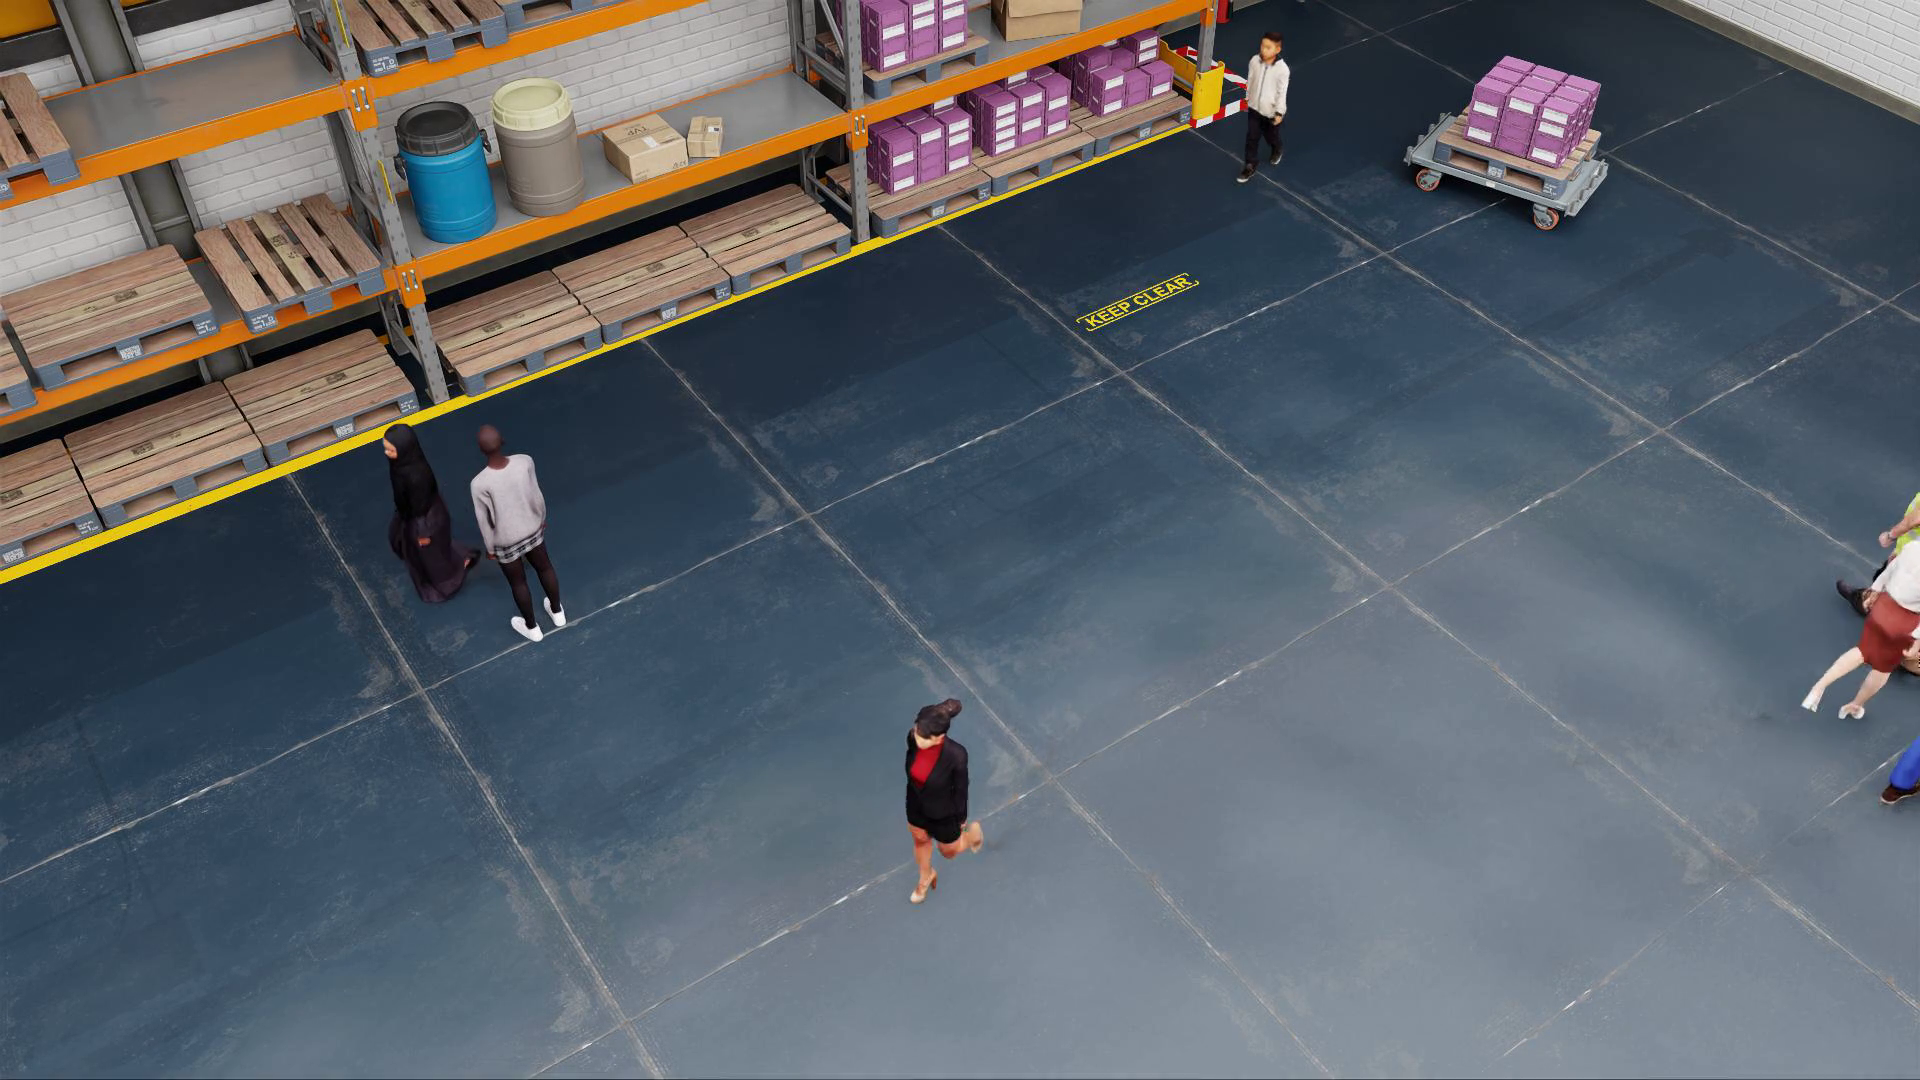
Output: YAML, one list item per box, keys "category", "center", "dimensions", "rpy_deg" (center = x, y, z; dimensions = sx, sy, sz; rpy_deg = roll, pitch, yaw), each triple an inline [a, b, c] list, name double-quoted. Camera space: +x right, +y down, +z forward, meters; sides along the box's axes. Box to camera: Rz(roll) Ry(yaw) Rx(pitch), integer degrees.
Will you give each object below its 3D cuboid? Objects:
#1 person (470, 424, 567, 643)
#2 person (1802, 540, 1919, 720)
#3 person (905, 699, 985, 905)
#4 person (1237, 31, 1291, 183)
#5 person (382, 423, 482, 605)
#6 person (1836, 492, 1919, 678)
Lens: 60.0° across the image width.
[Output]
- category: "person"
  center: [-2.909, -0.049, 10.908]
  dimensions: [0.499, 1.771, 0.704]
  rpy_deg: [-33, 53, -30]
- category: "person"
  center: [5.721, 0.547, 10.312]
  dimensions: [0.894, 1.730, 0.763]
  rpy_deg: [-8, 44, -8]
- category: "person"
  center: [-0.098, 1.470, 9.415]
  dimensions: [0.706, 1.631, 0.868]
  rpy_deg: [27, 50, 26]
- category: "person"
  center: [2.846, -4.012, 15.304]
  dimensions: [0.750, 1.444, 0.903]
  rpy_deg: [26, 49, 25]
- category: "person"
  center: [-3.543, -0.209, 11.198]
  dimensions: [0.829, 1.603, 0.682]
  rpy_deg: [-17, 46, -17]
- category: "person"
  center: [6.288, 0.086, 10.742]
  dimensions: [1.091, 1.805, 0.820]
  rpy_deg: [-19, 47, -19]
